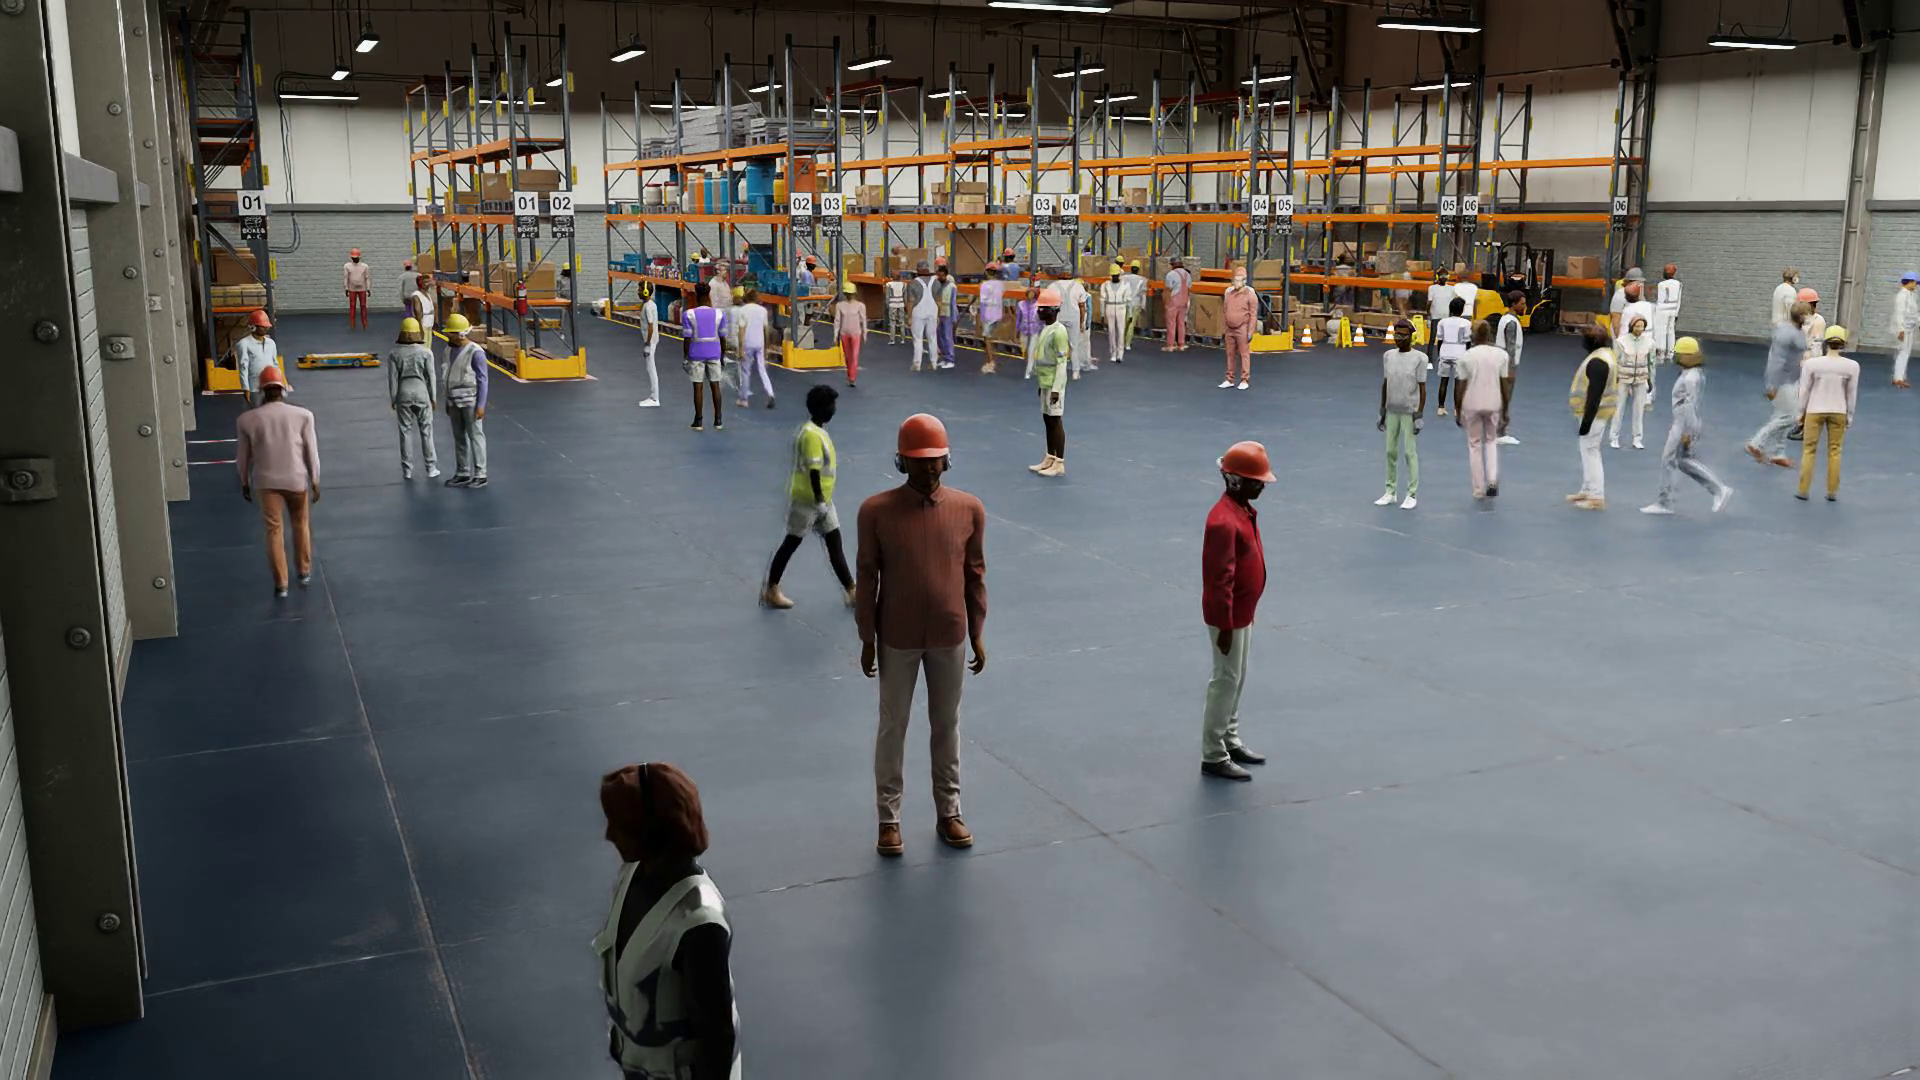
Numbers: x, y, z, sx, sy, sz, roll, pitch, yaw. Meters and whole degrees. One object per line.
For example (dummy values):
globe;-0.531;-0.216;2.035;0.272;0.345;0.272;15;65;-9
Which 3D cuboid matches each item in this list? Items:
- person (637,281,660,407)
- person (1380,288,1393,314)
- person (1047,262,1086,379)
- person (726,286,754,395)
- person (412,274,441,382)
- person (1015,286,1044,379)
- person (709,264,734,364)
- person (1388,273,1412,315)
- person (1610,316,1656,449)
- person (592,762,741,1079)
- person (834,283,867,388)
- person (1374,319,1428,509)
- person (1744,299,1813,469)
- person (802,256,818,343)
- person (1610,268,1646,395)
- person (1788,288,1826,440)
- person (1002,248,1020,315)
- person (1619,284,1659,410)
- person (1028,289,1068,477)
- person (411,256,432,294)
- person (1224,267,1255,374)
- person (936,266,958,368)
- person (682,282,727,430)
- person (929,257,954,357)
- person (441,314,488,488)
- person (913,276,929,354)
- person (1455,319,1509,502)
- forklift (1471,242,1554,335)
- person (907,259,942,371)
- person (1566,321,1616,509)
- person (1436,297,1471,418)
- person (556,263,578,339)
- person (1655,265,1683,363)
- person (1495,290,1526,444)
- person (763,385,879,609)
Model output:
person;-4.666;-2.928;24.849;0.328;1.872;0.514;-2;11;-9
person;10.705;-6.209;41.819;0.329;1.751;0.566;-2;11;-9
person;1.835;-3.807;28.880;0.689;2.000;0.538;1;11;6
person;-3.507;-3.173;26.446;0.486;1.724;0.496;6;12;26
person;-9.086;-3.573;28.186;0.389;1.846;0.567;0;11;-1
person;1.239;-3.643;29.133;0.533;1.611;0.580;4;12;18
person;-4.566;-4.331;31.875;0.408;1.913;0.642;3;11;13
person;10.830;-6.036;41.074;0.567;1.695;0.748;-4;12;-19
person;8.244;-1.930;20.393;0.517;1.633;0.312;2;11;8
person;-0.674;1.302;3.939;0.315;1.638;0.515;-6;13;-30
person;-1.824;-3.404;27.652;0.521;1.720;0.873;2;11;12
person;4.317;-1.235;16.274;0.331;1.862;0.507;-10;15;-41
person;9.283;-1.750;18.737;0.484;1.917;0.671;9;15;40
person;-3.338;-5.365;37.079;0.385;1.929;0.547;0;11;-2
person;10.509;-3.259;26.094;0.690;2.000;0.538;-8;14;-36
person;10.751;-2.232;21.189;0.388;1.924;0.549;1;11;4
person;1.158;-5.886;39.439;0.376;2.043;0.609;8;14;36
person;9.950;-2.824;24.386;0.611;1.840;0.594;-6;13;-29
person;0.976;-1.713;18.229;0.379;2.045;0.605;-3;11;-13
person;-14.483;-6.768;44.717;0.559;1.731;0.470;-10;15;-42
person;4.952;-3.867;29.486;0.544;1.930;0.390;5;12;24
person;-0.278;-4.143;30.981;0.430;1.896;0.618;-10;15;-40
person;-3.409;-2.451;22.176;0.616;1.964;0.361;-5;12;-25
person;-0.389;-4.656;33.310;0.624;1.992;0.386;-8;14;-36
person;-5.213;-1.456;17.471;0.593;1.828;0.403;8;14;35
person;-0.811;-4.642;34.144;0.312;1.640;0.512;4;12;17
person;5.218;-1.298;16.673;0.537;1.823;0.418;0;11;2
forklift;13.047;-6.049;39.881;2.313;2.155;1.214;-5;12;-23
person;-0.691;-4.136;30.549;0.688;2.000;0.536;-5;12;-24
person;6.193;-1.234;16.323;0.429;1.841;0.640;5;12;23
person;6.978;-2.573;23.482;0.542;1.695;0.316;10;15;42
person;-8.985;-5.471;38.098;0.484;1.744;0.295;-5;12;-22
person;13.588;-4.340;31.986;0.584;1.882;0.344;-5;12;-25
person;6.863;-2.169;20.864;0.379;1.917;0.591;2;11;11
person;-1.040;-0.307;12.109;0.883;1.637;0.566;1;11;7
